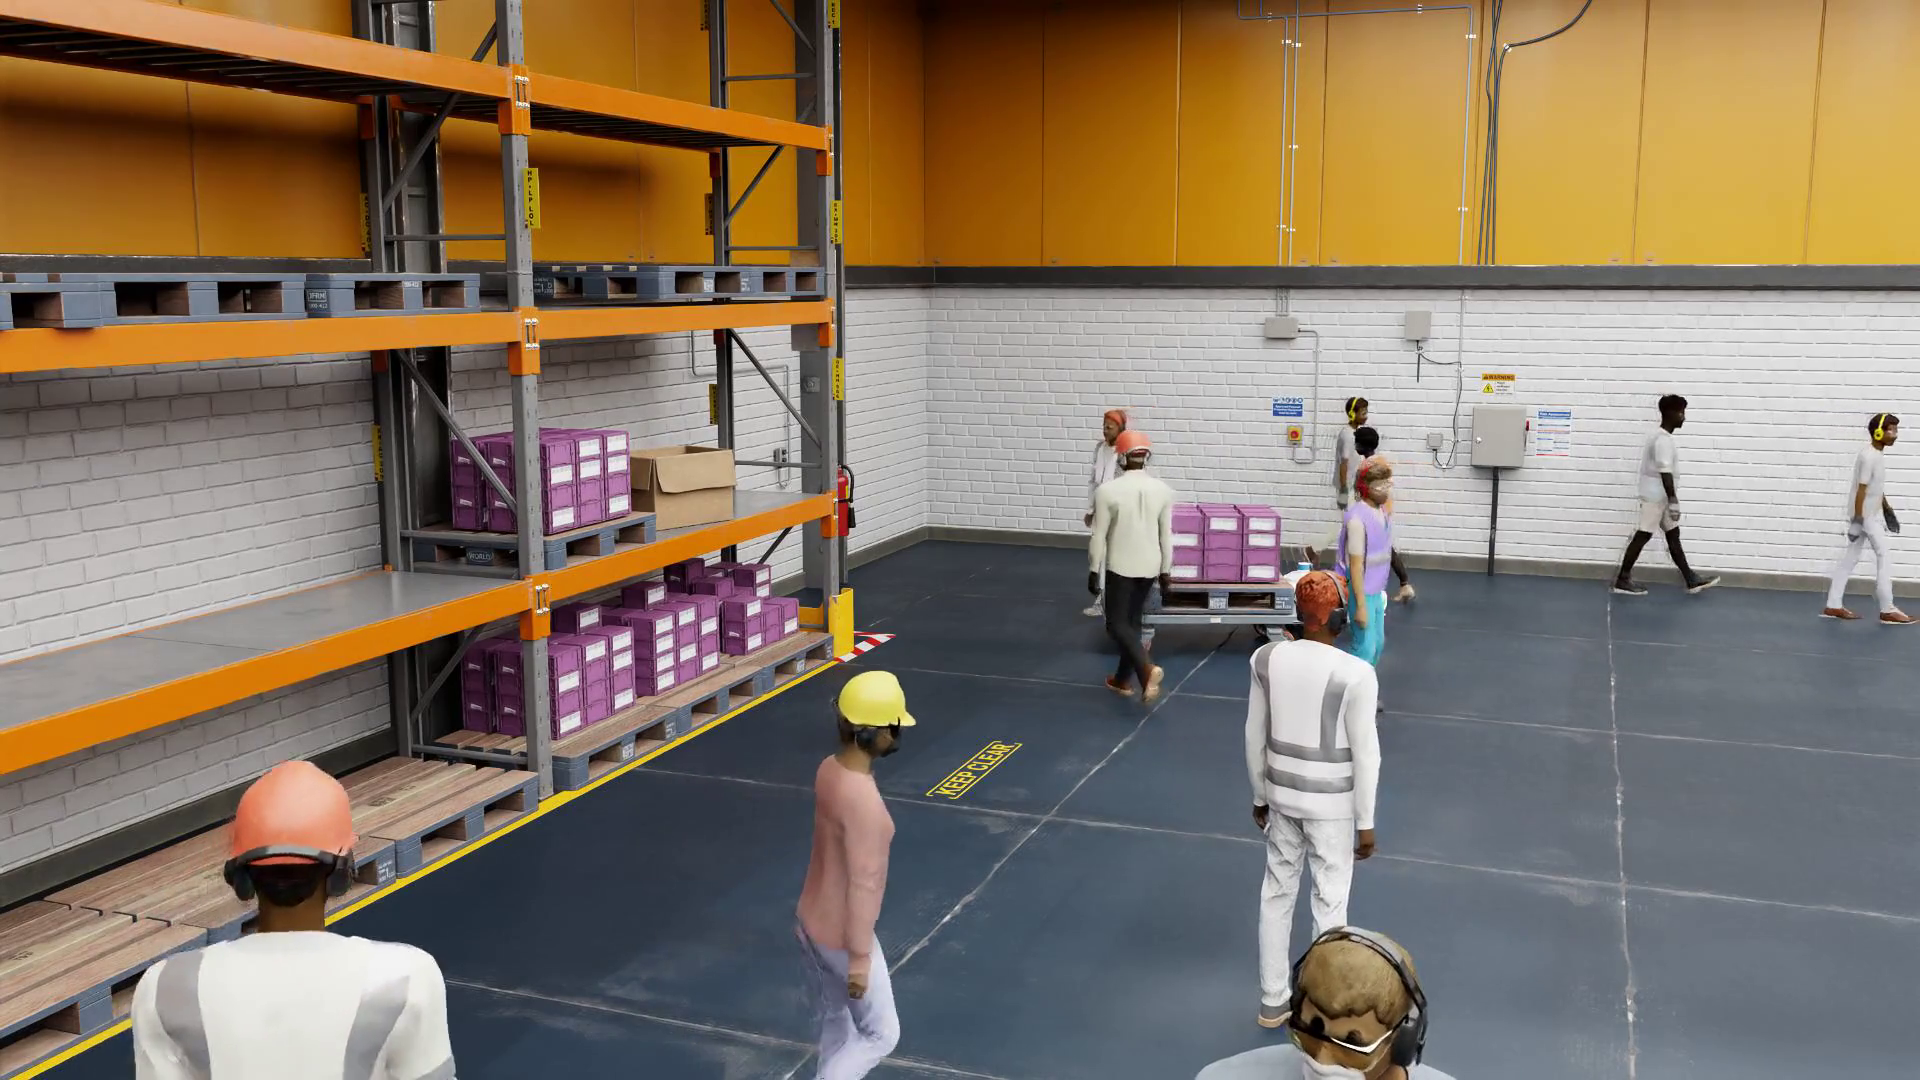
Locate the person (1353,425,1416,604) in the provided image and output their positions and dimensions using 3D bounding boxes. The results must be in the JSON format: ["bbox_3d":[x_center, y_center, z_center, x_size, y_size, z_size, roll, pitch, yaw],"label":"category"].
[{"bbox_3d":[3.832,-0.233,15.368,0.847,1.659,0.574,7,11,38],"label":"person"}]

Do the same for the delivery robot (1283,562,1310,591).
[{"bbox_3d":[2.951,0.438,14.326,0.707,0.478,0.477,-4,10,-26],"label":"delivery robot"}]

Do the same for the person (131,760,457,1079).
[{"bbox_3d":[-1.408,1.453,3.651,0.649,2.016,0.818,-2,9,-10],"label":"person"}]

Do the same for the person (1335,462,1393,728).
[{"bbox_3d":[2.719,0.364,11.176,0.404,1.807,0.695,5,10,26],"label":"person"}]

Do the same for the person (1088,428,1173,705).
[{"bbox_3d":[1.245,0.192,11.770,0.613,1.964,0.833,-4,10,-24],"label":"person"}]

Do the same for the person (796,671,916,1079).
[{"bbox_3d":[-0.371,1.290,5.532,0.457,1.747,0.562,-3,10,-20],"label":"person"}]

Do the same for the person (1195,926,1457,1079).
[{"bbox_3d":[0.677,1.602,2.991,0.627,1.935,0.372,3,9,16],"label":"person"}]

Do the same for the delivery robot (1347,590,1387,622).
[{"bbox_3d":[3.174,0.519,13.813,0.707,0.478,0.477,1,9,8],"label":"delivery robot"}]

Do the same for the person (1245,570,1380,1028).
[{"bbox_3d":[1.400,1.051,6.612,0.356,1.881,0.575,-9,13,-44],"label":"person"}]

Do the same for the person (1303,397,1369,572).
[{"bbox_3d":[3.810,-0.515,16.599,0.581,1.847,0.540,2,9,14],"label":"person"}]

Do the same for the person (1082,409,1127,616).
[{"bbox_3d":[1.454,-0.266,15.018,0.871,1.854,0.582,-6,11,-33],"label":"person"}]

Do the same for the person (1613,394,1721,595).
[{"bbox_3d":[6.697,-0.411,15.675,0.980,1.910,0.648,3,10,19],"label":"person"}]

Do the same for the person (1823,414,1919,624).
[{"bbox_3d":[8.036,-0.179,14.508,0.841,1.833,0.492,4,10,24],"label":"person"}]
